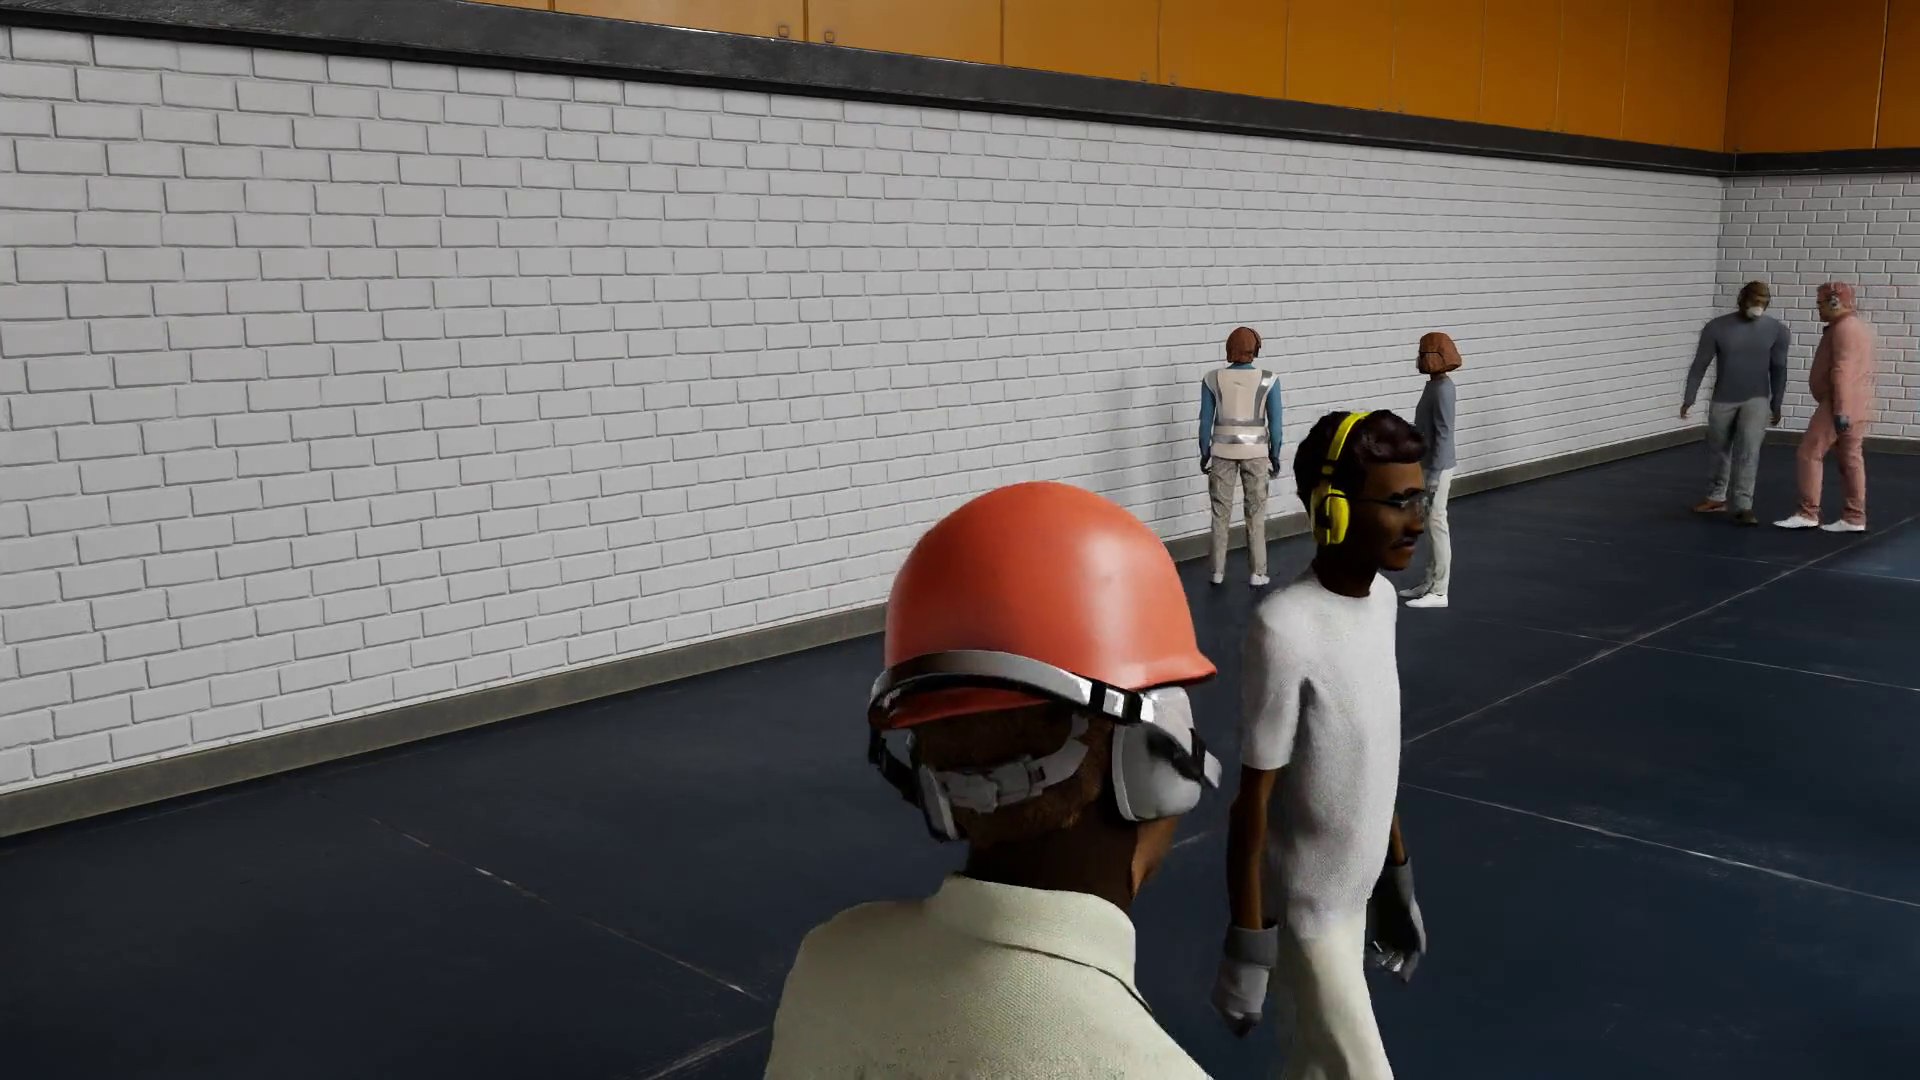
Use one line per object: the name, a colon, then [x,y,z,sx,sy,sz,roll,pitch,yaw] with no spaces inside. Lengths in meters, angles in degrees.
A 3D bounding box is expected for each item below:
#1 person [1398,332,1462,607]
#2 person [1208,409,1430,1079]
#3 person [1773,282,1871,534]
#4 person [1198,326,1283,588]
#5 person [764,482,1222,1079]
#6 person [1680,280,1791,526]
person: [2.808,-0.415,9.906,0.279,1.633,0.506,2,10,9]
person: [0.692,0.683,3.036,0.408,1.856,0.511,6,11,29]
person: [6.497,-0.981,12.461,0.738,1.866,0.685,8,13,38]
person: [1.757,-0.514,10.448,0.523,1.639,0.306,3,10,16]
person: [0.080,0.937,1.311,0.822,1.944,0.643,-8,13,-38]
person: [6.060,-1.079,13.016,0.712,1.889,0.803,6,11,30]
